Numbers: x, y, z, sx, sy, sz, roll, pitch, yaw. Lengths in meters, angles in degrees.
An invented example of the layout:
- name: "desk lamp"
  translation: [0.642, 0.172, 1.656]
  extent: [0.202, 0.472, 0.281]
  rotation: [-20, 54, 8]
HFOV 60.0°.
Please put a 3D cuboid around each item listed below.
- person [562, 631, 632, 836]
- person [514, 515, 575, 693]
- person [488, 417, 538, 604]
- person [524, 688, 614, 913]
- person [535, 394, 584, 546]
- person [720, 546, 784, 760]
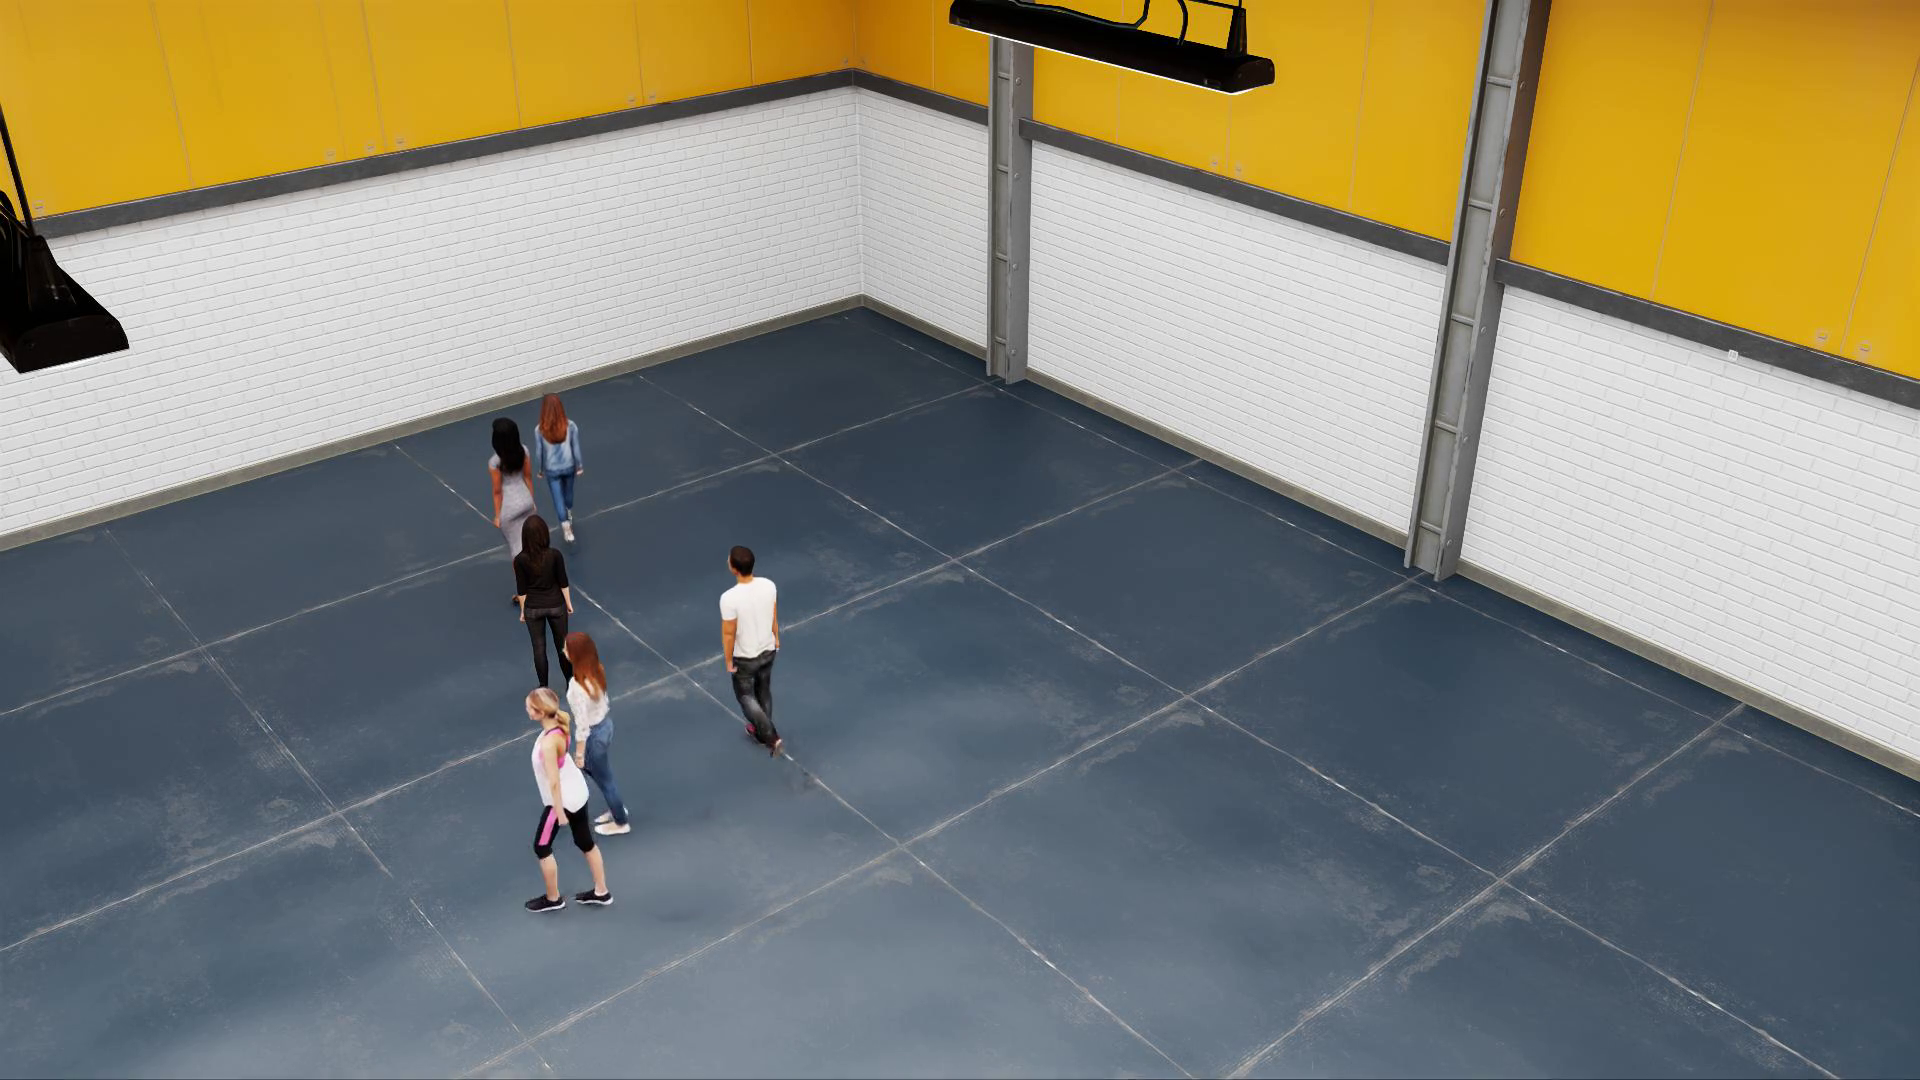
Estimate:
- name: "person"
  translation: [-2.490, 1.370, 11.756]
  extent: [0.793, 1.720, 0.720]
  rotation: [-1, 29, -1]
- name: "person"
  translation: [-3.328, 0.545, 13.349]
  extent: [0.635, 1.642, 0.620]
  rotation: [-8, 30, -15]
- name: "person"
  translation: [-3.915, -0.260, 14.681]
  extent: [0.600, 1.781, 0.633]
  rotation: [20, 34, 32]
- name: "person"
  translation: [-2.530, 1.731, 11.046]
  extent: [0.944, 1.765, 0.882]
  rotation: [4, 29, 6]
- name: "person"
  translation: [-3.781, -0.648, 15.733]
  extent: [0.772, 1.454, 1.052]
  rotation: [-11, 31, -20]
- name: "person"
  translation: [-1.524, 0.887, 12.576]
  extent: [0.664, 1.783, 0.905]
  rotation: [-20, 35, -32]
